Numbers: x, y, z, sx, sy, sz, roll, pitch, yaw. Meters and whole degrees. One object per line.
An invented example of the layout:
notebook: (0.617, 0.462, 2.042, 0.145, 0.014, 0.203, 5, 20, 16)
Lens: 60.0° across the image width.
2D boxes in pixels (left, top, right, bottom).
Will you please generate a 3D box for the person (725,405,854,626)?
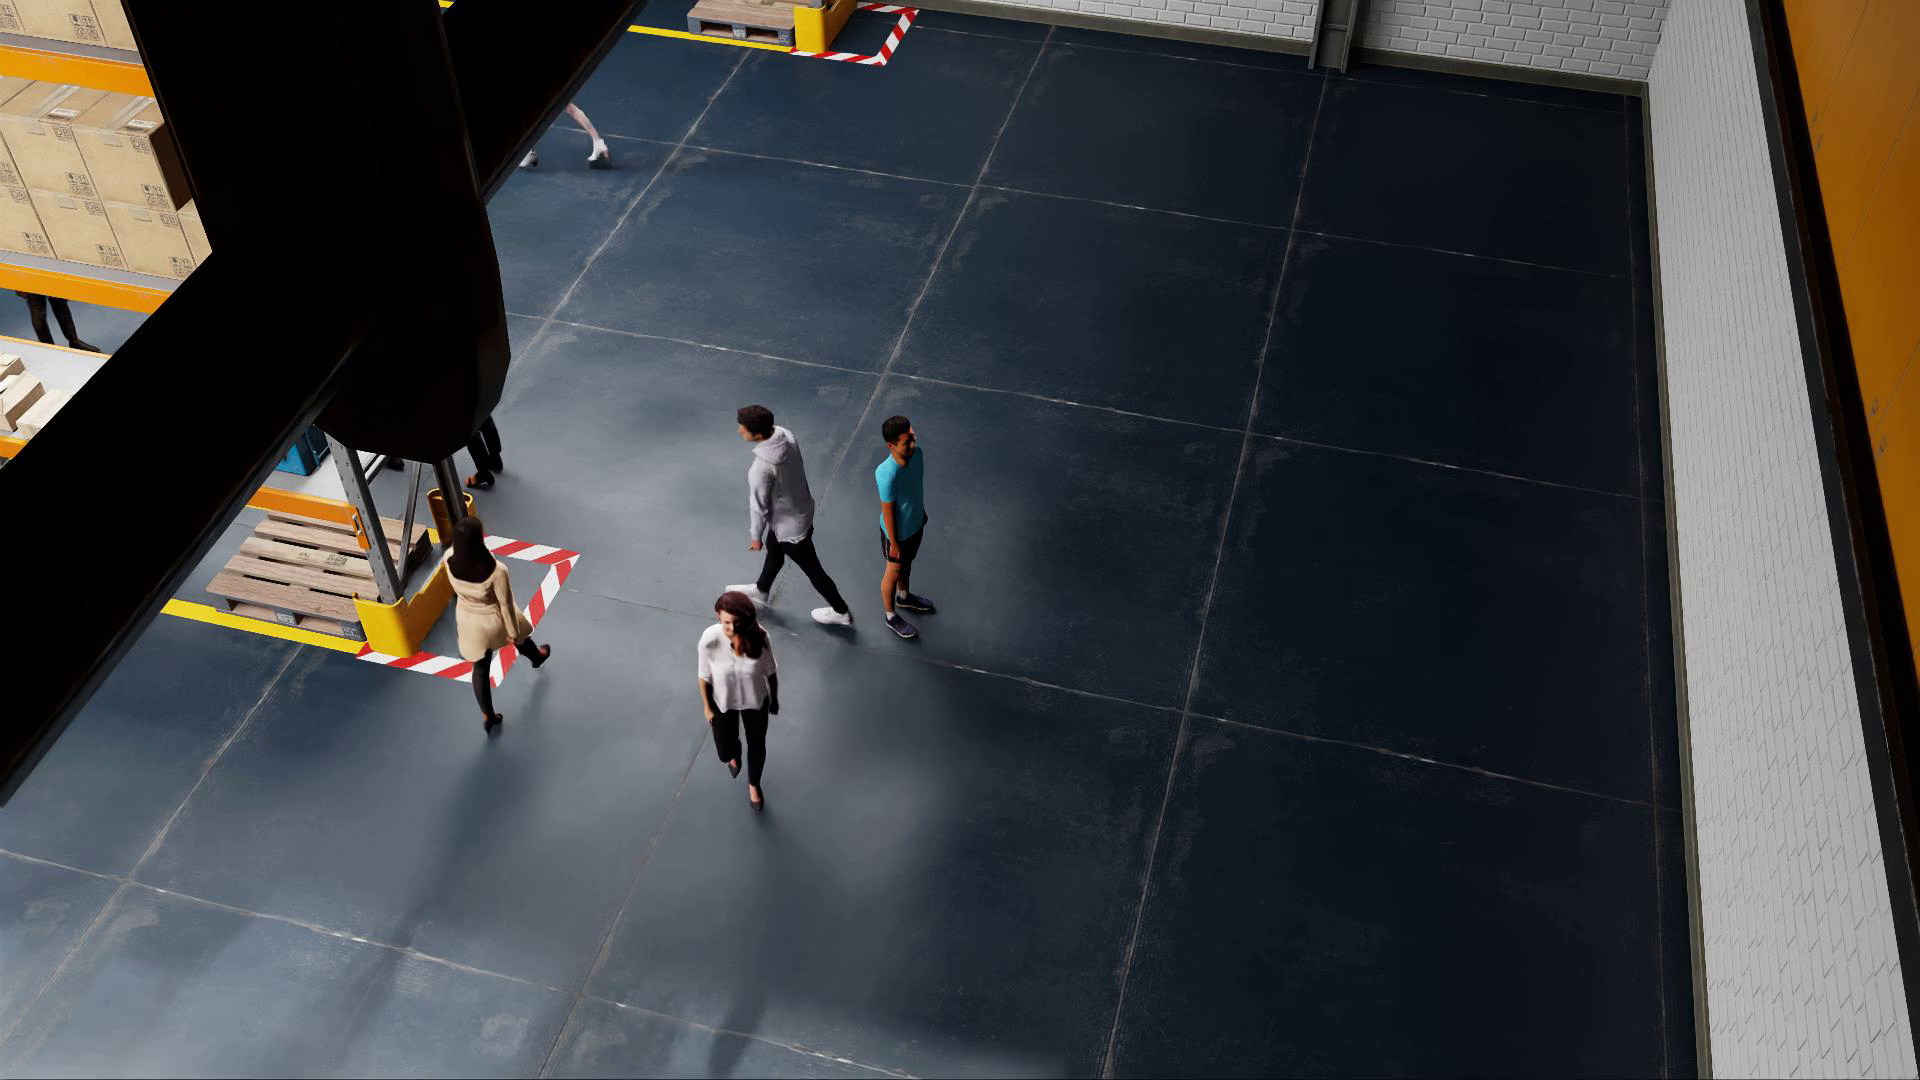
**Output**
person: (-1.033, -0.129, 11.058, 1.170, 1.866, 0.766, 11, 45, 11)

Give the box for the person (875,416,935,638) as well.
person: (-0.397, -0.114, 11.107, 0.574, 1.777, 0.646, 18, 46, 18)

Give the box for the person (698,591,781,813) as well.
person: (-1.340, 0.914, 10.020, 0.759, 1.787, 0.825, -10, 44, -10)

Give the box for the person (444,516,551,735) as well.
person: (-3.012, 0.578, 10.474, 0.941, 1.647, 0.713, 9, 44, 9)
